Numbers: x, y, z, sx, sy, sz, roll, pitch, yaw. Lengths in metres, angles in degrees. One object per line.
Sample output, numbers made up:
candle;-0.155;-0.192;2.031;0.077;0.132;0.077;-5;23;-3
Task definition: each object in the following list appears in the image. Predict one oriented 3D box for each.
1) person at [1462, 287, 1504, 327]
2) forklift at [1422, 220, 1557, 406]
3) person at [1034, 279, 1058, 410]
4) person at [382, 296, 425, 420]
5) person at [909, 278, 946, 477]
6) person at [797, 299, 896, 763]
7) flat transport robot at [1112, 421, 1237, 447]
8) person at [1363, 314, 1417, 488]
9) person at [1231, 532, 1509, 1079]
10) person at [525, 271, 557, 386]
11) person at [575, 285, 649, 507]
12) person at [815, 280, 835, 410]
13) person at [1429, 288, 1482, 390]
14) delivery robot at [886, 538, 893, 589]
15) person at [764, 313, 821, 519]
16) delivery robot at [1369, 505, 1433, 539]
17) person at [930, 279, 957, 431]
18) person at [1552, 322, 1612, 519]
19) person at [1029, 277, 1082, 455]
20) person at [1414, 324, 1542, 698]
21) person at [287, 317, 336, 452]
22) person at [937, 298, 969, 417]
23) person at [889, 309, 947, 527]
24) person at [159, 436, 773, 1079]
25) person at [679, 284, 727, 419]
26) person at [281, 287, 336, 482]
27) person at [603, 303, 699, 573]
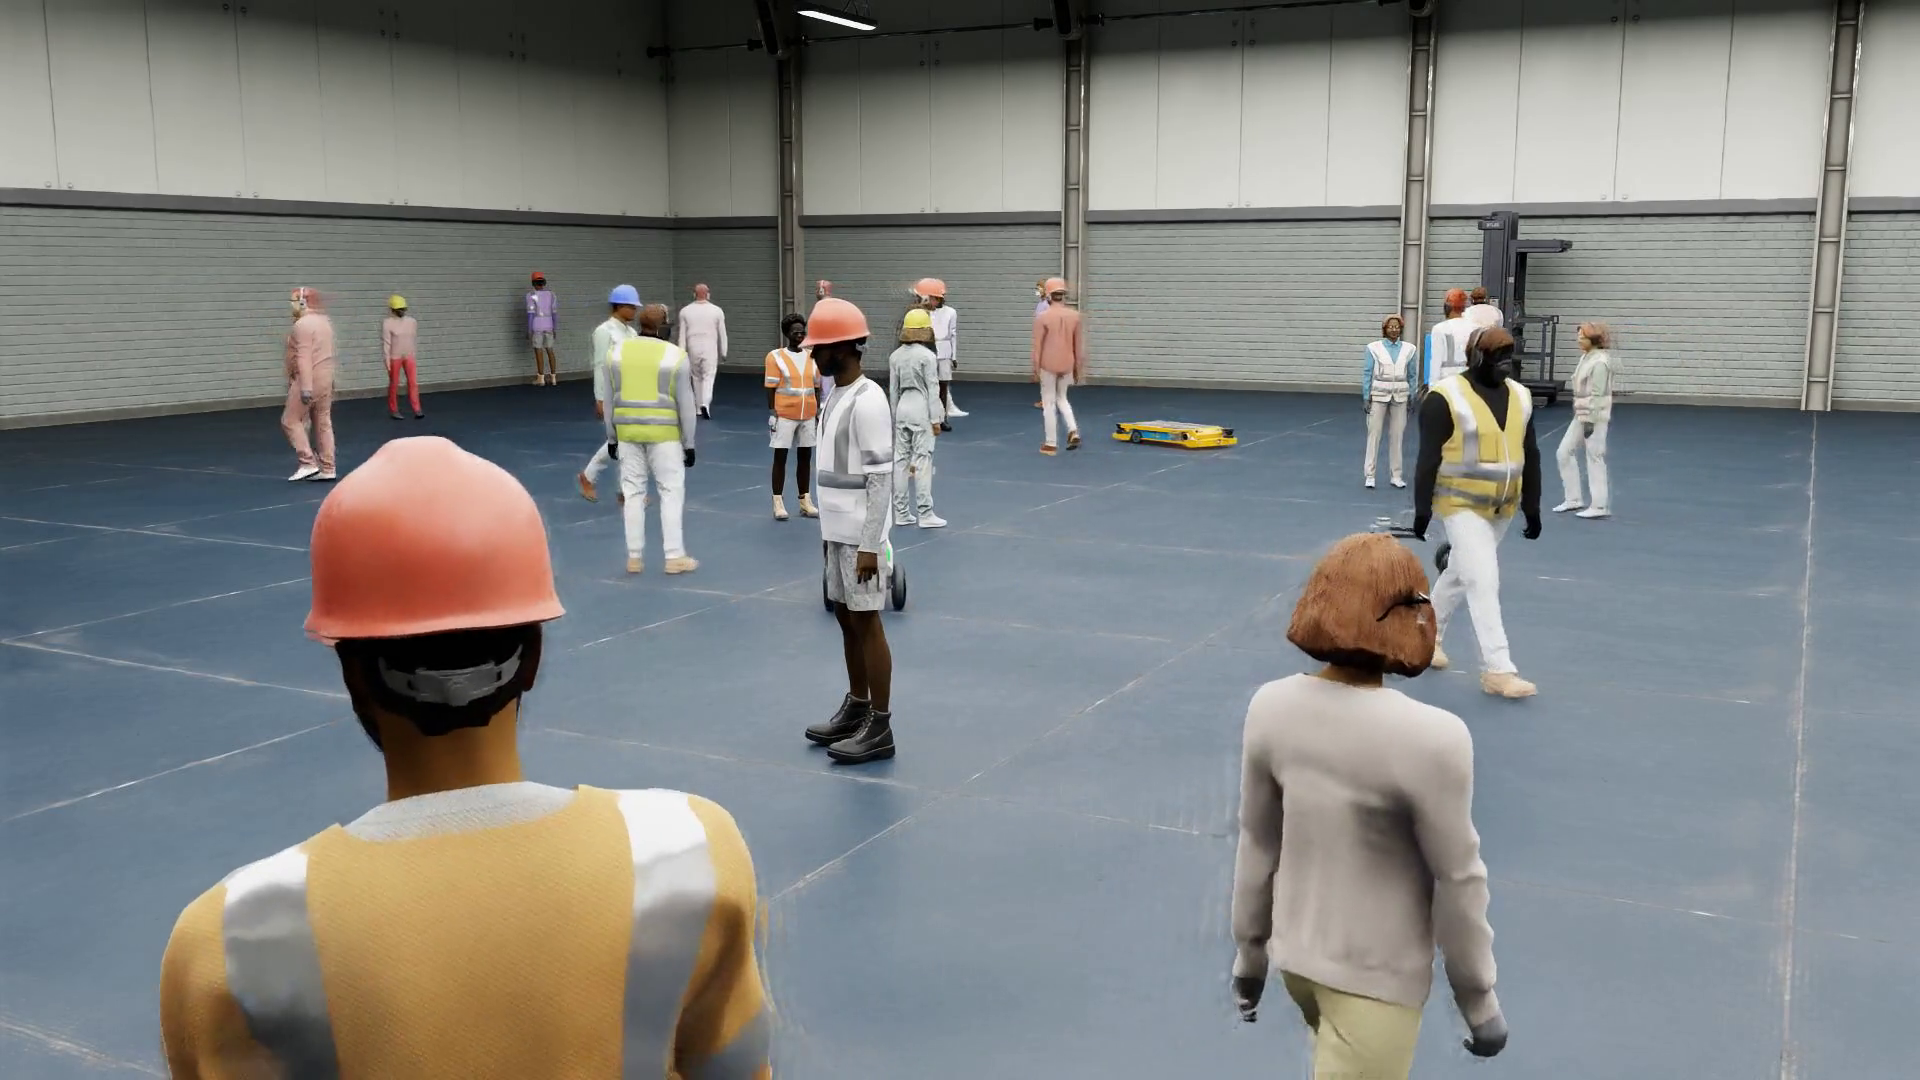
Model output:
person;6.786;-2.396;21.822;0.619;1.840;0.430;-1;9;-8
forklift;8.245;-3.527;25.720;1.873;2.768;1.129;5;10;27
person;1.296;-2.914;24.753;0.377;1.929;0.626;-2;10;-15
person;-7.630;-2.480;22.730;0.531;1.699;0.942;-8;12;-40
person;-0.365;-1.614;16.578;0.463;1.969;0.609;1;9;6
person;-0.480;-0.040;7.000;0.373;1.930;0.552;-4;10;-21
flat transport robot;2.553;-1.274;19.850;0.652;0.197;1.431;-8;12;-39
person;4.065;-1.316;15.764;0.511;1.641;0.308;0;9;-2
person;0.654;0.778;2.974;0.832;1.599;0.494;-5;11;-29
person;-7.494;-3.779;29.725;0.395;2.040;0.609;9;13;43
person;-2.980;-1.232;14.412;0.579;1.927;0.632;3;10;16
person;-2.009;-2.889;24.653;0.404;1.905;0.649;2;9;13
person;4.636;-1.417;15.648;0.582;1.883;0.364;-4;10;-23
delivery robot;-0.607;0.079;10.332;0.477;0.478;0.707;-1;9;-6
person;-1.373;-1.031;13.832;0.531;1.697;0.320;-6;11;-33
delivery robot;3.050;-0.143;10.915;0.698;0.223;0.335;2;9;12
person;-0.292;-2.365;21.320;0.549;1.936;0.376;-3;10;-16
person;5.155;-0.988;13.790;0.540;1.617;0.552;1;9;5
person;1.063;-1.935;18.563;0.616;1.980;0.439;-5;11;-30
person;2.577;-0.180;8.320;0.630;1.797;0.971;-4;10;-25
person;-7.434;-1.825;19.029;0.839;1.599;0.525;6;11;31
person;-0.412;-2.630;23.320;0.979;1.828;0.549;0;9;0
person;-0.345;-0.982;13.385;0.483;1.745;0.301;8;12;39
person;-0.472;0.836;1.732;0.556;1.887;0.953;-3;10;-17
person;-3.599;-2.640;23.251;0.658;1.872;0.936;0;9;2
person;-6.358;-1.502;16.131;0.556;1.888;0.685;0;9;1
person;-2.097;-0.685;11.344;0.666;1.821;0.430;2;9;10
